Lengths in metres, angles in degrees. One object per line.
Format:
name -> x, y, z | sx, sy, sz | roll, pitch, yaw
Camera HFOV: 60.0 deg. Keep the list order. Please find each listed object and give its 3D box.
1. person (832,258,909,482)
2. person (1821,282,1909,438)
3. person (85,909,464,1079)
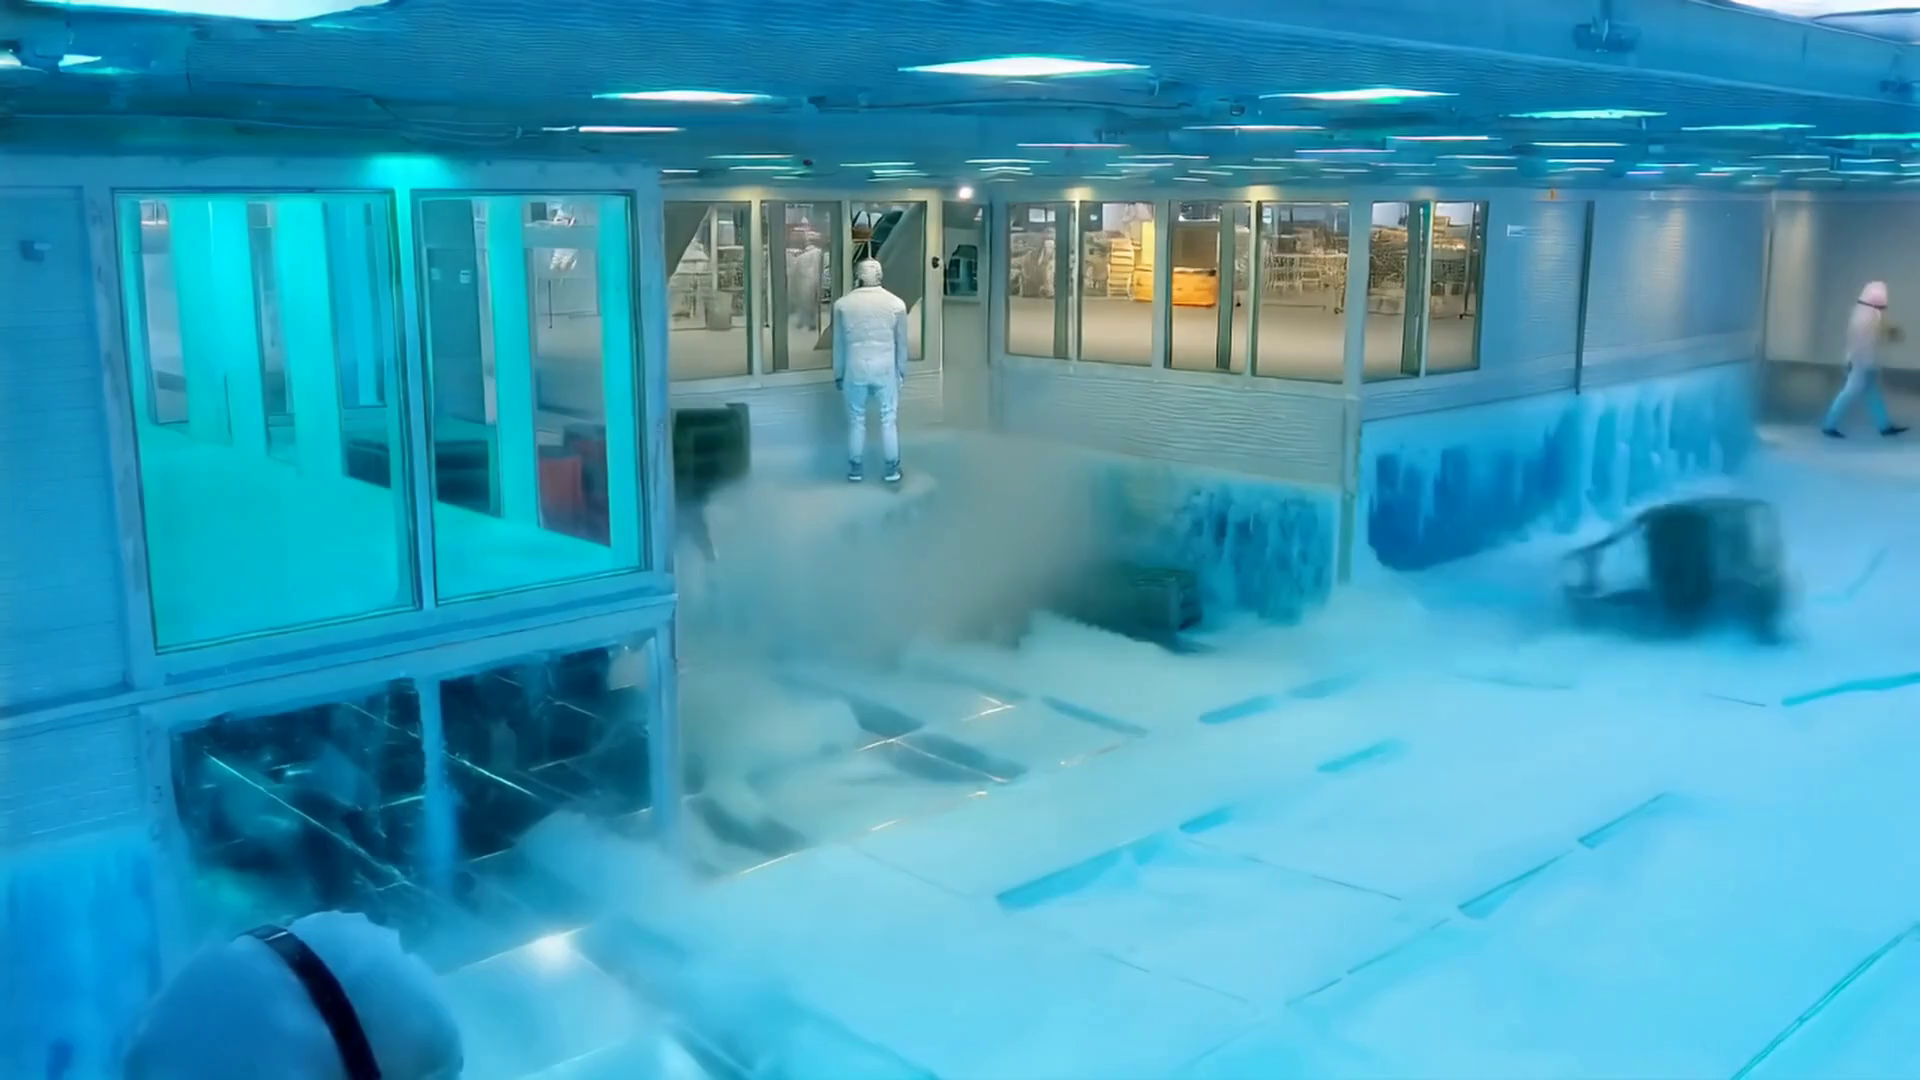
person -> -0.755, -1.442, 14.189 | 0.650, 1.906, 0.401 | 0, 11, 2
person -> 9.189, -1.799, 16.771 | 0.868, 1.579, 0.518 | 2, 11, 9
person -> -0.418, 1.163, 1.285 | 0.502, 1.861, 0.328 | 9, 15, 39
